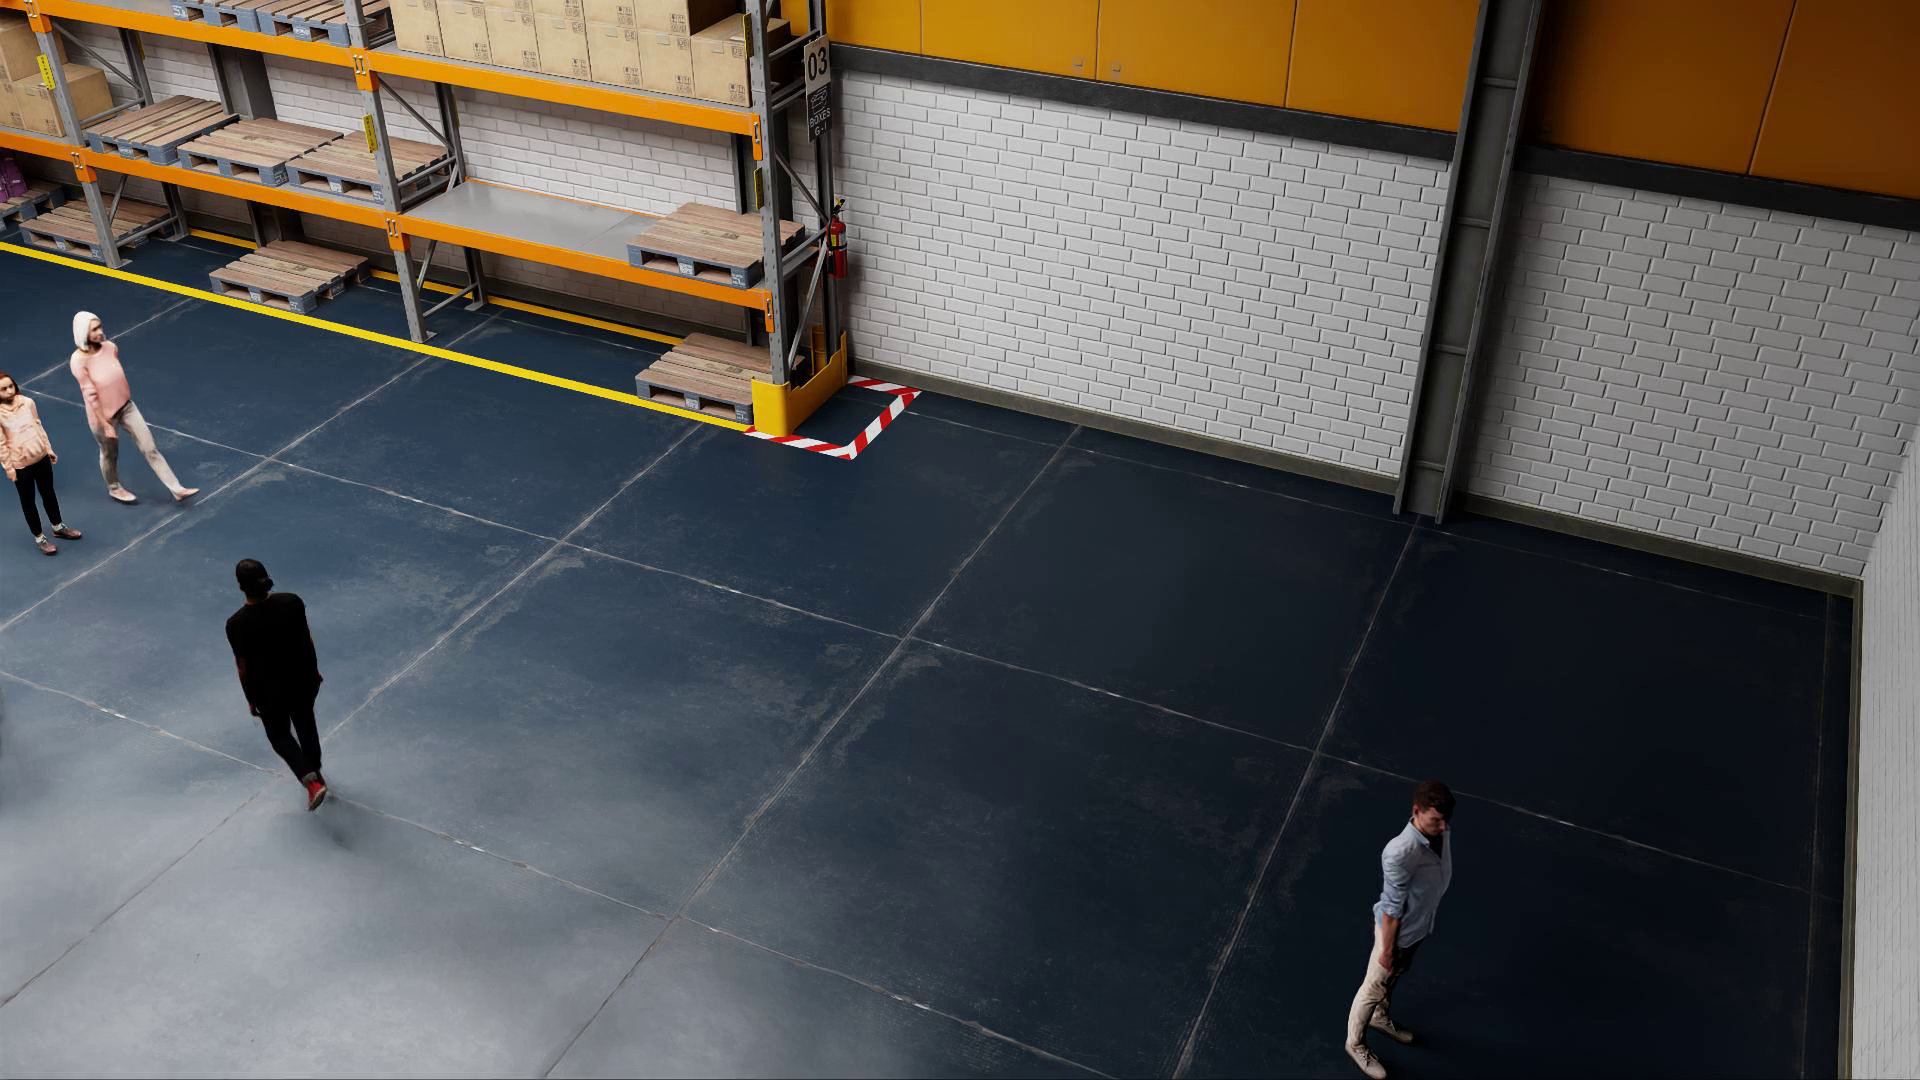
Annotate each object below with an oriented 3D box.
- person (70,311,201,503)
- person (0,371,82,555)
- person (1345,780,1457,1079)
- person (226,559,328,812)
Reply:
[{"bbox_3d":[-6.695,-1.000,12.985,1.075,1.686,0.658,11,35,16],"label":"person"},{"bbox_3d":[-7.055,-0.610,12.582,0.496,1.484,0.560,14,36,20],"label":"person"},{"bbox_3d":[2.249,1.930,8.432,0.638,1.846,0.707,26,41,33],"label":"person"},{"bbox_3d":[-4.055,0.902,10.073,0.813,1.742,0.988,-29,43,-36],"label":"person"}]
